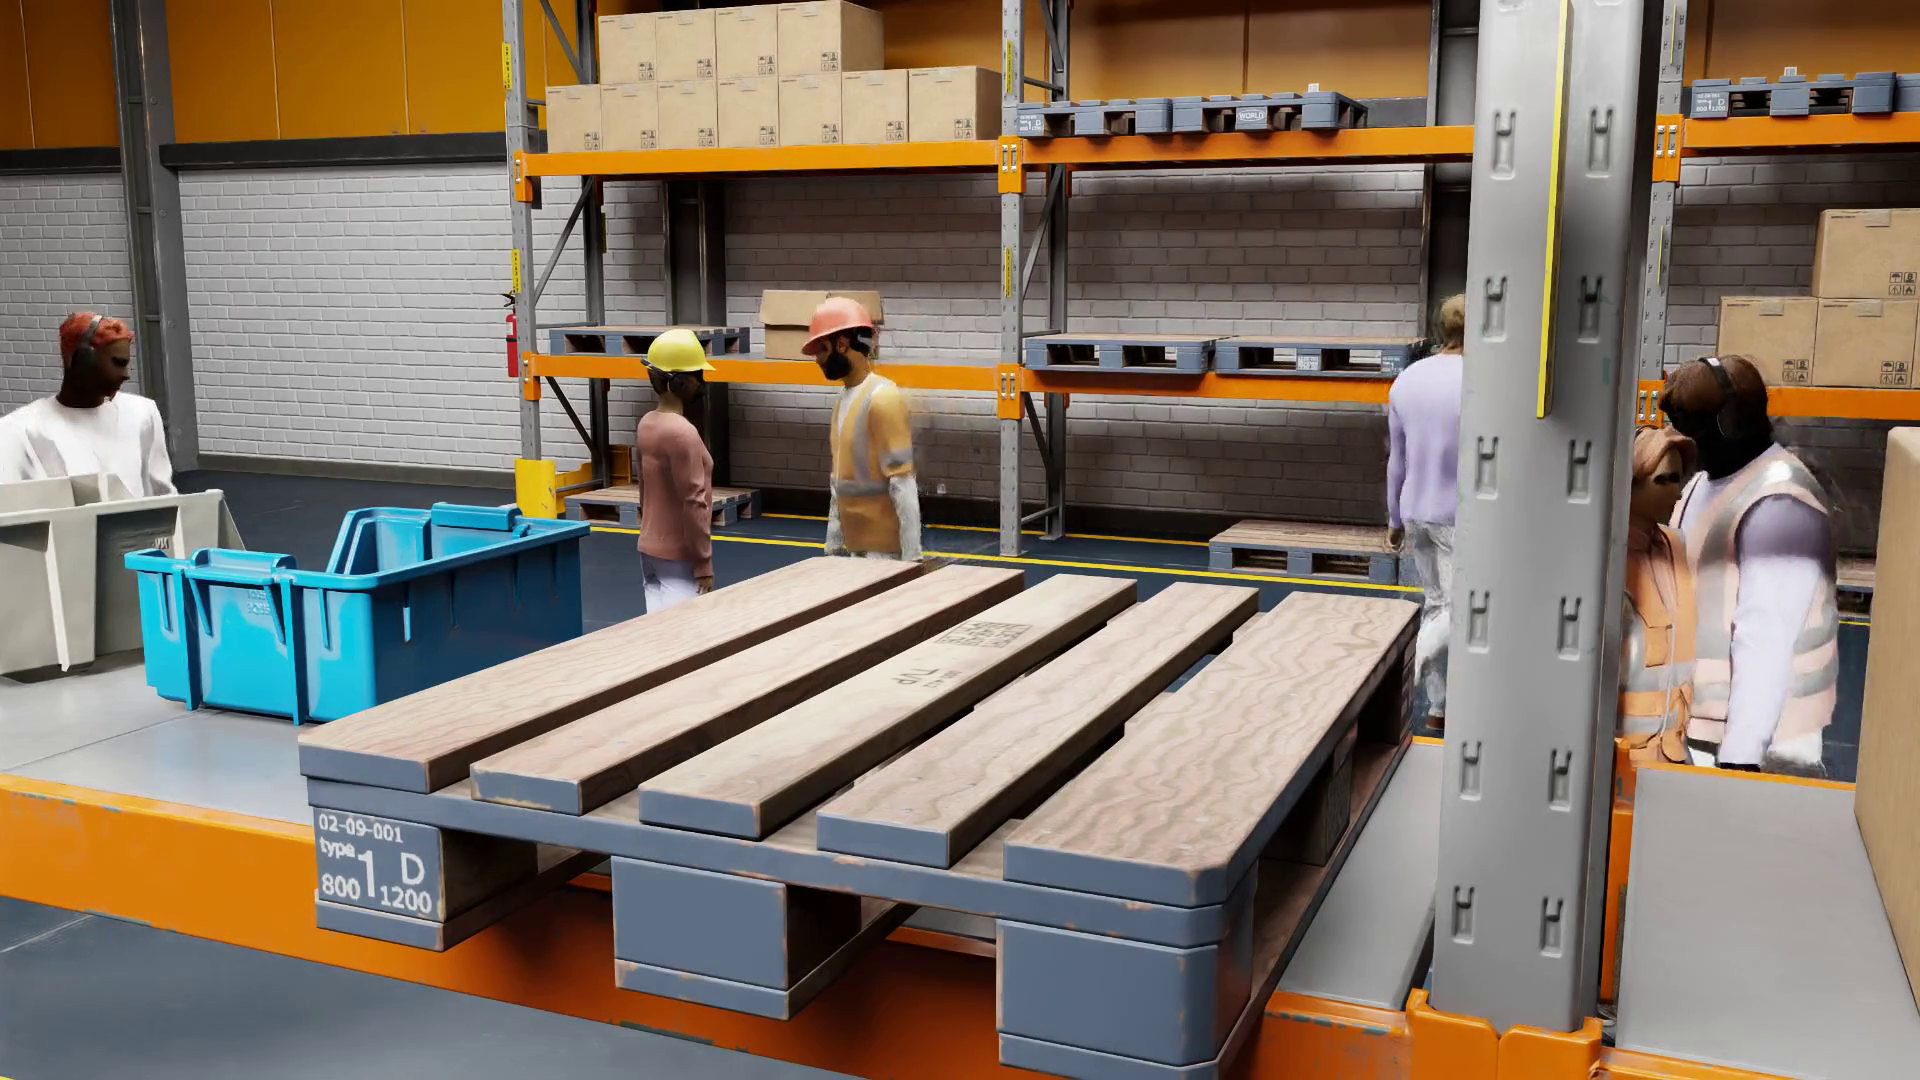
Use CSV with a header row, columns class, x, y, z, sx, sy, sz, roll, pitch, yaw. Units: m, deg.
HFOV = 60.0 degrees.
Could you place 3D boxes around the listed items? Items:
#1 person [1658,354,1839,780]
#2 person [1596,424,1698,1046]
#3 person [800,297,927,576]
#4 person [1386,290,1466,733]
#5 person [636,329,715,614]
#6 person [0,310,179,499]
class,x,y,z,sx,sy,sz,roll,pitch,yaw
person,1.863,0.440,4.171,0.892,1.786,0.726,1,10,7
person,1.621,0.530,4.106,0.523,1.637,0.306,-6,11,-32
person,-0.357,0.001,6.517,0.487,1.888,0.600,-4,10,-22
person,1.968,-0.067,6.885,0.784,1.919,0.636,-6,11,-32
person,-1.090,0.068,6.491,0.310,1.769,0.522,-6,11,-31
person,-2.986,0.152,5.688,0.532,1.865,0.605,6,11,33
